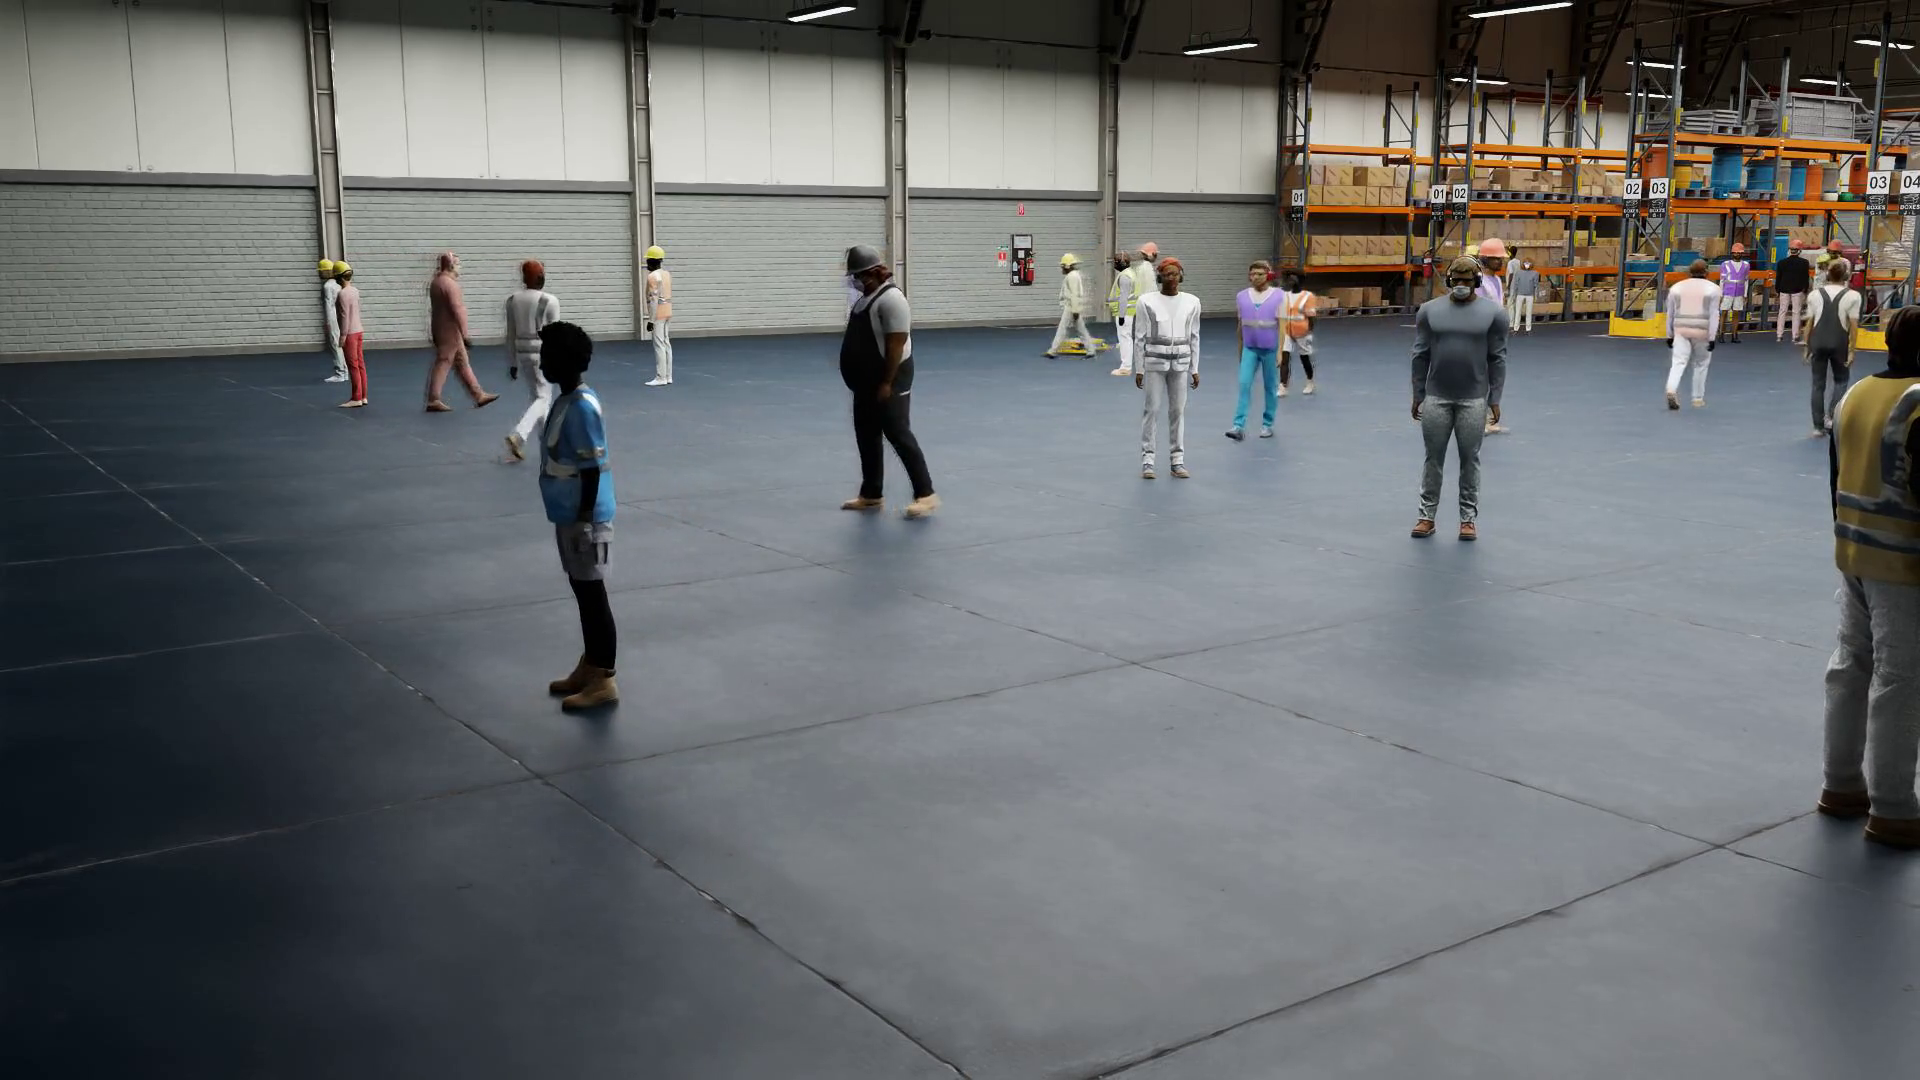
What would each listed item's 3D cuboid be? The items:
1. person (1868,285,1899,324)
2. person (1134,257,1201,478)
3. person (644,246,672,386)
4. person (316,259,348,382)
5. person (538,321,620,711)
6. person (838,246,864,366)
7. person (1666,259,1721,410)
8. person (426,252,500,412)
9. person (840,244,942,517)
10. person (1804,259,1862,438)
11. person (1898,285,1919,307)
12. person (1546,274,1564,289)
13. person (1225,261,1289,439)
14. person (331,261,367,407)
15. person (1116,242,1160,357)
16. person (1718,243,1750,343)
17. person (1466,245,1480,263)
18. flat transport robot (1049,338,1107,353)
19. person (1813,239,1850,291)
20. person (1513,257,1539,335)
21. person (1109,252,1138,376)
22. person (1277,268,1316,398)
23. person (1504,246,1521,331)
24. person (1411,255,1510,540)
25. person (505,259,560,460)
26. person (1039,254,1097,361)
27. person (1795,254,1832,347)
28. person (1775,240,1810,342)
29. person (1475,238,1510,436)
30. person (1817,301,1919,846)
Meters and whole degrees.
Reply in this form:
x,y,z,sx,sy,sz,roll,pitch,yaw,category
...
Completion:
x,y,z,sx,sy,sz,roll,pitch,yaw,category
19.437,-5.214,34.935,0.528,1.834,0.927,10,14,43,person
1.770,-1.462,14.209,0.575,1.883,0.355,-1,10,-8,person
-4.192,-3.105,23.082,0.358,1.930,0.590,2,11,11,person
-8.973,-3.125,23.730,0.315,1.742,0.487,-1,10,-4,person
-1.677,-0.102,7.290,0.317,1.684,0.540,-4,11,-21,person
-1.597,-3.688,26.318,0.601,1.923,0.630,1,10,3,person
8.743,-2.460,19.917,0.625,1.808,0.910,9,13,39,person
-5.919,-2.454,19.688,0.961,1.857,0.678,-6,12,-29,person
-0.559,-1.196,12.315,0.644,2.000,0.885,-5,12,-26,person
8.930,-1.957,17.066,0.515,1.825,0.423,8,13,37,person
19.204,-4.988,33.427,0.625,1.931,0.374,5,11,24,person
15.263,-6.529,42.668,0.265,1.632,0.508,-7,12,-32,person
3.014,-1.908,16.842,0.589,1.803,0.906,6,12,30,person
-7.411,-2.483,20.144,0.328,1.762,0.523,0,10,-1,person
2.953,-3.828,26.923,0.759,1.970,0.616,0,10,-1,person
15.000,-4.779,32.234,0.542,1.939,0.361,1,10,8,person
8.897,-4.164,28.946,0.513,1.906,0.608,3,11,16,person
2.115,-3.462,29.591,0.652,0.197,1.431,4,11,20,flat transport robot
16.365,-4.639,31.288,0.631,2.000,0.571,9,14,40,person
11.854,-5.106,34.861,0.498,1.634,0.281,4,11,20,person
2.432,-3.367,24.794,0.429,1.835,0.630,2,11,10,person
4.377,-2.690,21.540,0.533,1.660,0.831,8,13,38,person
12.036,-5.485,36.317,0.332,1.865,0.520,9,14,40,person
3.384,-0.964,11.334,0.627,1.936,0.372,5,11,24,person
-3.964,-1.671,15.444,0.582,1.856,0.866,4,11,23,person
1.839,-3.852,27.609,0.961,1.780,0.600,2,11,11,person
15.869,-4.402,30.741,0.828,1.722,0.516,8,13,37,person
16.315,-4.875,32.611,0.612,1.995,0.382,9,14,40,person
5.472,-2.099,17.261,0.390,2.040,0.614,8,13,39,person
3.234,0.109,5.707,0.429,1.845,0.621,0,10,-1,person
